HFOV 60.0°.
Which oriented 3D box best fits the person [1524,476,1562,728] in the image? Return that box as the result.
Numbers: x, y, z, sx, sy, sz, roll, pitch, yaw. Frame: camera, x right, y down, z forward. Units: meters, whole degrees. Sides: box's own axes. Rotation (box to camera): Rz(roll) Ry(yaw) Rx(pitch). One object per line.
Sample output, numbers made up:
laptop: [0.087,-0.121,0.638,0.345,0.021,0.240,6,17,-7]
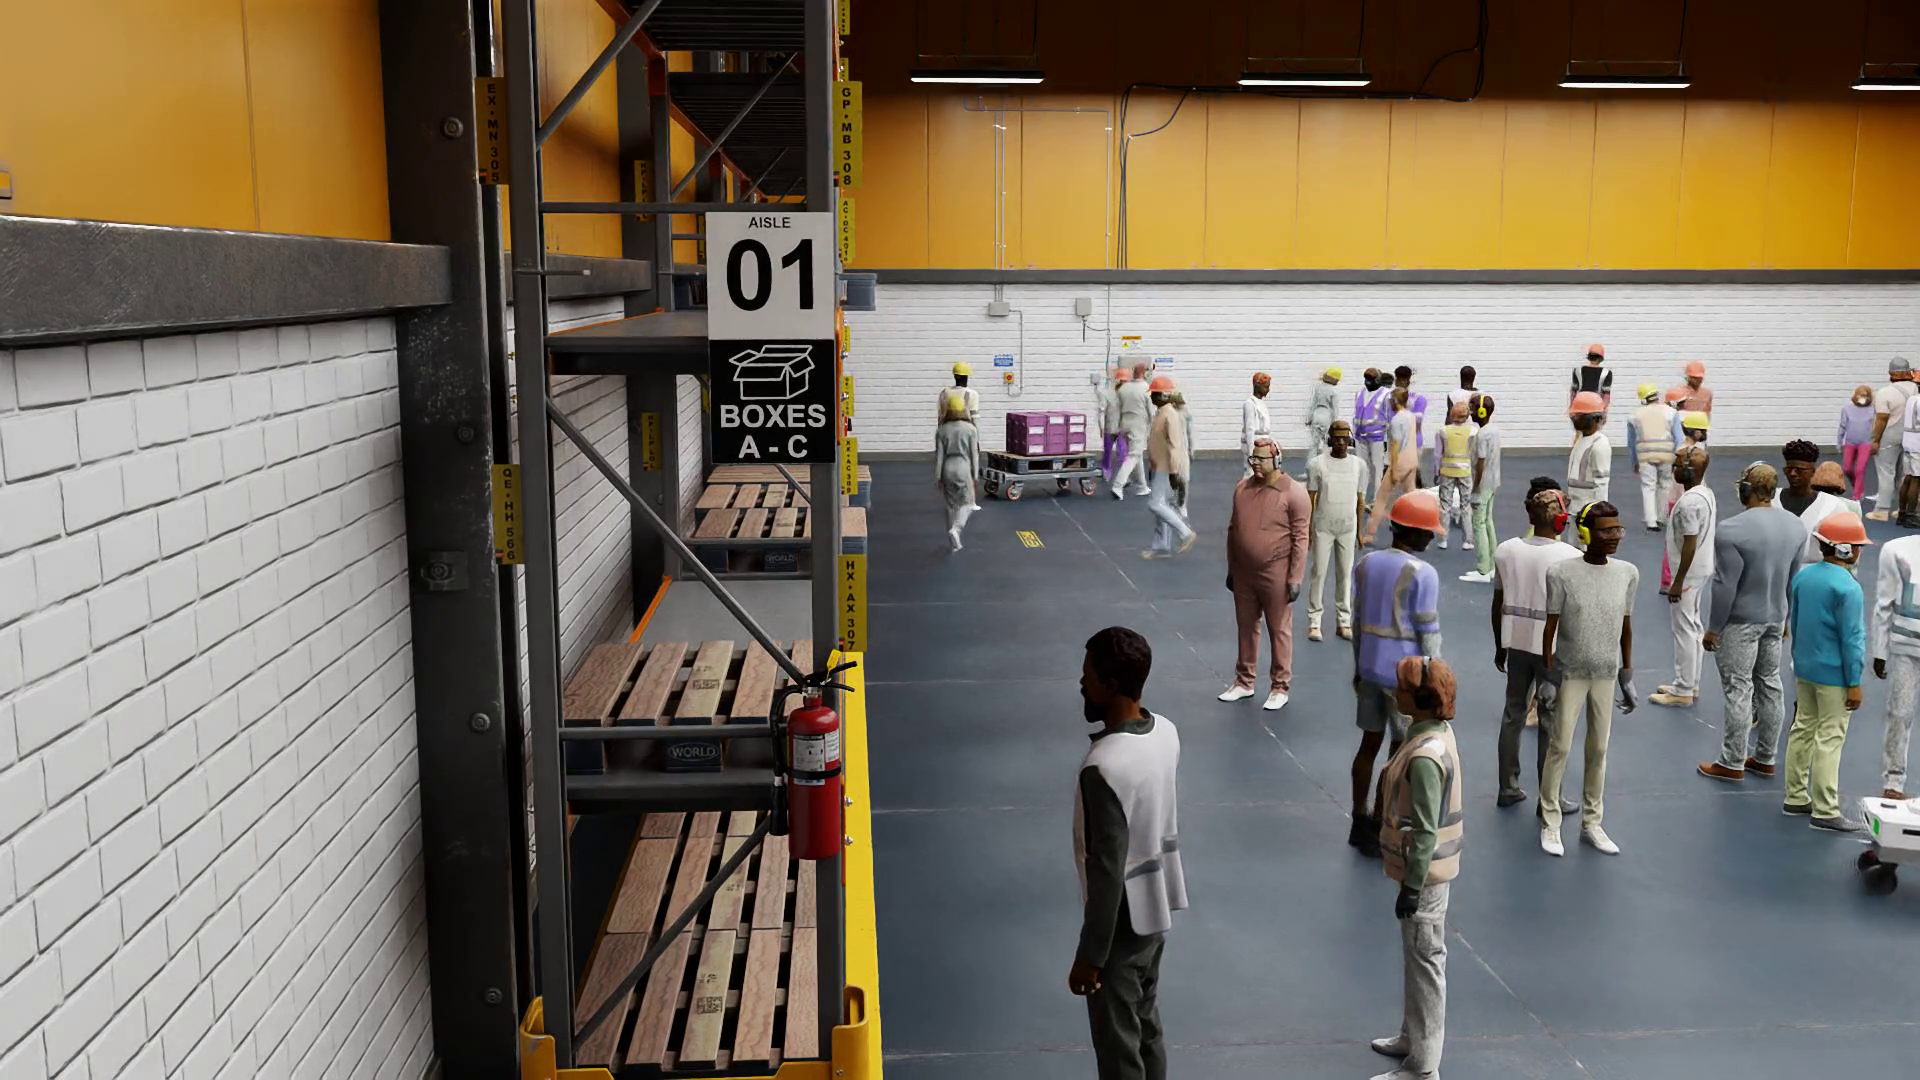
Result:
person: [3.892,0.413,11.191,0.320,1.699,0.531,3,10,18]

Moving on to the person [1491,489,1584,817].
person: [3.251,0.632,9.353,0.378,1.844,0.569,-8,12,-40]

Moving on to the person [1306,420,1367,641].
person: [3.117,-0.077,13.812,0.508,1.846,0.345,-1,9,-5]

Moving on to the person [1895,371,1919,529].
person: [11.525,-1.100,19.951,0.364,1.935,0.552,2,9,11]

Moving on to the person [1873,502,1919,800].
person: [5.416,0.627,9.295,0.577,1.881,0.350,4,10,23]

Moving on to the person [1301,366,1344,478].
person: [5.390,-1.747,24.763,0.358,1.698,0.660,-6,11,-32]

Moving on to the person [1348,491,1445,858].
person: [2.285,0.696,8.728,0.458,1.923,0.575,-4,10,-25]

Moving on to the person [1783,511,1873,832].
person: [4.785,0.712,9.142,0.324,1.752,0.561,-1,9,-4]

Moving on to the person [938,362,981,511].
person: [-0.003,-1.329,21.417,0.589,1.928,0.386,5,10,30]

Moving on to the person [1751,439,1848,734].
person: [5.502,0.308,11.014,0.602,1.967,0.366,8,12,41]

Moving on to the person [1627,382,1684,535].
person: [8.205,-0.966,19.637,0.655,1.766,0.878,4,10,21]

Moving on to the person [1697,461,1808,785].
person: [4.715,0.494,9.934,0.628,1.940,0.373,-3,10,-20]

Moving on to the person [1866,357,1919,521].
person: [11.567,-1.259,20.623,0.684,2.000,0.536,-2,9,-11]

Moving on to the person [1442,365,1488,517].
person: [6.357,-1.235,20.897,0.602,1.907,0.405,-3,9,-17]

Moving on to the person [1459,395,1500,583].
person: [5.178,-0.509,16.492,0.318,1.860,0.512,6,11,32]

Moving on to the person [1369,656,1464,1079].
person: [1.716,1.235,6.217,0.308,1.641,0.514,3,9,16]

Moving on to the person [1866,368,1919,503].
person: [12.646,-1.383,22.104,0.825,1.826,0.512,1,9,9]

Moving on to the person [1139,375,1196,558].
person: [2.191,-0.771,17.749,0.502,1.976,0.631,-1,9,-5]

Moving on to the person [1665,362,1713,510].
person: [9.294,-1.293,21.158,0.647,1.935,1.058,-1,9,-5]

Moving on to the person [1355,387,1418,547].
person: [4.794,-0.795,18.471,0.960,1.789,0.518,8,12,41]

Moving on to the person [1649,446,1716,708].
person: [5.111,0.256,11.719,0.335,1.845,0.513,6,11,35]

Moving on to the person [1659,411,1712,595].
person: [6.896,-0.344,15.774,0.352,1.758,0.524,5,11,31]

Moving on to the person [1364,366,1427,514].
person: [5.492,-1.216,20.758,0.999,1.905,0.607,-8,12,-41]

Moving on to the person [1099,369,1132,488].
person: [2.259,-1.609,23.935,0.572,1.682,0.924,-1,9,-8]

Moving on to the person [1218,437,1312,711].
person: [2.123,0.232,11.683,0.638,1.909,0.408,9,13,44]

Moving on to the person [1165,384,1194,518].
person: [2.635,-1.071,20.485,0.497,1.716,0.396,1,9,5]

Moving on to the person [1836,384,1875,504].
person: [11.852,-1.250,21.890,0.535,1.615,0.488,9,13,44]

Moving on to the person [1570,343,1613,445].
person: [9.657,-2.017,25.521,0.616,2.004,1.015,5,10,30]

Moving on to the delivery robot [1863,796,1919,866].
delivery robot: [4.813,1.426,8.117,0.707,0.478,0.477,4,10,21]

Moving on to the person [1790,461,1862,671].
person: [6.561,0.214,12.651,0.500,1.632,0.288,7,11,35]

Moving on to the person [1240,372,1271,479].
person: [3.537,-1.063,19.873,0.353,1.887,0.573,4,10,23]

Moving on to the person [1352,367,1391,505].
person: [5.355,-1.325,21.658,0.430,1.845,0.624,-7,11,-37]

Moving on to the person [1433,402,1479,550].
person: [5.491,-0.701,18.376,0.520,1.639,0.312,3,10,20]

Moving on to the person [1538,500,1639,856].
person: [3.290,0.722,8.706,0.510,1.877,0.329,-1,9,-4]

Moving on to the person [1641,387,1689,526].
person: [8.597,-0.964,19.846,0.559,1.709,0.890,-4,10,-22]

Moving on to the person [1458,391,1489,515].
person: [6.222,-1.008,20.318,0.431,1.624,0.548,4,10,25]

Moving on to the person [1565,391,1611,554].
person: [5.361,-0.256,14.317,0.377,2.044,0.608,0,9,2]

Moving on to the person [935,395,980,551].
person: [-0.051,-0.709,18.124,0.505,1.726,0.550,3,10,19]

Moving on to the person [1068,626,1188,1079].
person: [0.530,1.226,5.404,0.388,1.919,0.593,4,10,23]

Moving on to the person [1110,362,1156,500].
person: [2.346,-1.481,22.625,0.938,1.864,0.687,-7,11,-37]

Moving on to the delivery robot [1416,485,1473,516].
delivery robot: [5.881,-0.493,20.167,0.477,0.478,0.707,-7,11,-38]
